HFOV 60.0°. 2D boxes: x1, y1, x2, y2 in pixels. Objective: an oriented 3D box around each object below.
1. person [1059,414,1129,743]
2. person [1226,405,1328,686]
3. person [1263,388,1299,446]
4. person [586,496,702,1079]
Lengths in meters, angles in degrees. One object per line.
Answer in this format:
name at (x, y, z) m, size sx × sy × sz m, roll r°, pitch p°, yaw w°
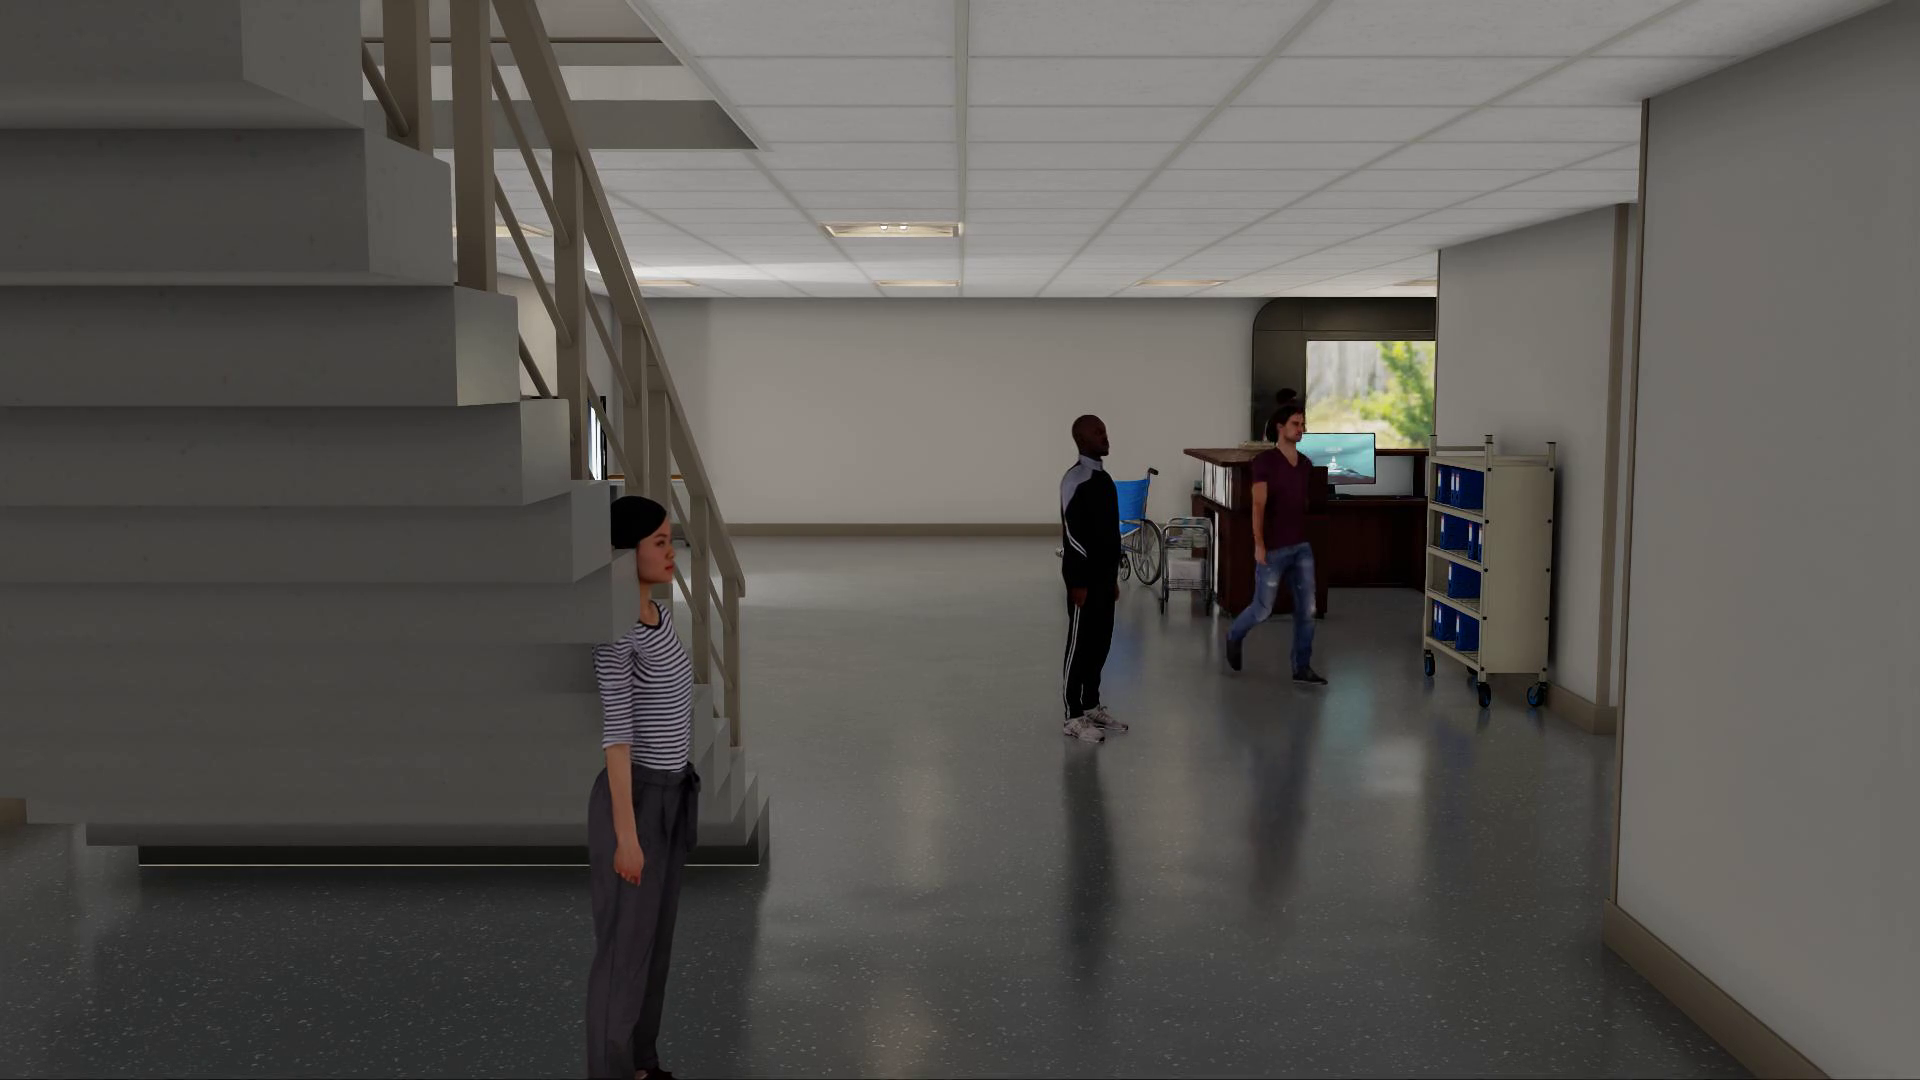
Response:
person at (0.735, 0.189, 9.496) m, size 0.796 × 1.828 × 0.673 m, roll 3°, pitch 7°, yaw 30°
person at (2.075, 0.039, 11.008) m, size 0.959 × 1.825 × 1.174 m, roll -3°, pitch 6°, yaw -27°
person at (3.546, -0.723, 18.254) m, size 0.825 × 1.890 × 0.738 m, roll -5°, pitch 7°, yaw -39°
person at (-0.884, 0.739, 4.501) m, size 0.672 × 1.733 × 0.480 m, roll 1°, pitch 6°, yaw 6°
